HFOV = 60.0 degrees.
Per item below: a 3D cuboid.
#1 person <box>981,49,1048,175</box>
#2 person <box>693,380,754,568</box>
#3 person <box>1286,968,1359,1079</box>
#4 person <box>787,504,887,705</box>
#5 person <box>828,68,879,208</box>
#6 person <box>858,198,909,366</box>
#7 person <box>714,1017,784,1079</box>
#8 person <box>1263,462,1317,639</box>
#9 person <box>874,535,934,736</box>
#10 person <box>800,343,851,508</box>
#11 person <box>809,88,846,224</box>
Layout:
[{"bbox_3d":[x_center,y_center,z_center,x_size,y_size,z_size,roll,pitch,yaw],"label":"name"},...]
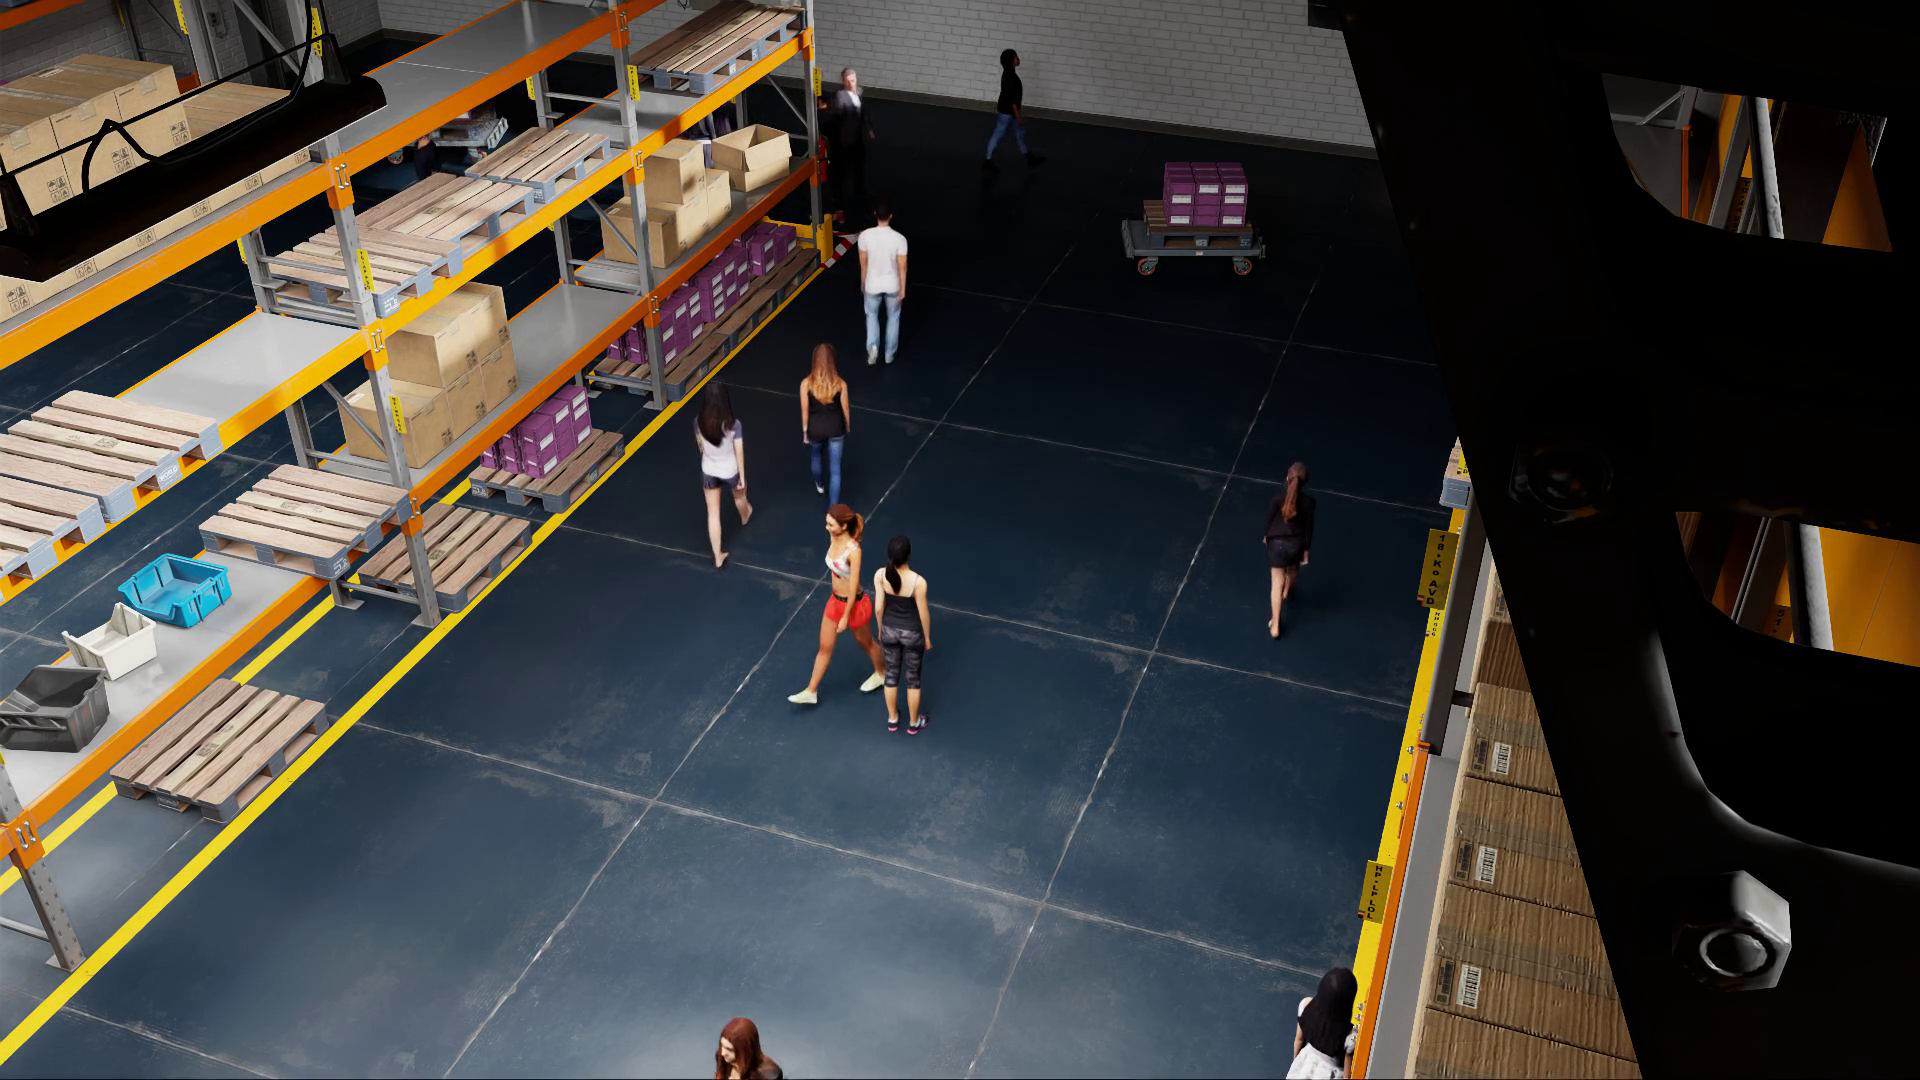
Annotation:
[{"bbox_3d":[0.548,-5.658,22.127,0.876,1.668,1.122,0,34,1],"label":"person"},{"bbox_3d":[-2.100,-0.541,14.443,0.792,1.654,1.180,3,34,5],"label":"person"},{"bbox_3d":[1.957,2.988,9.029,0.798,1.769,0.775,-25,41,-33],"label":"person"},{"bbox_3d":[-0.783,0.496,12.795,1.171,1.750,0.962,-23,40,-31],"label":"person"},{"bbox_3d":[-1.439,-5.134,21.205,0.964,1.817,0.747,10,35,15],"label":"person"},{"bbox_3d":[-0.823,-2.648,17.440,0.805,1.844,0.930,2,34,3],"label":"person"},{"bbox_3d":[-1.029,3.105,8.921,0.789,1.694,0.932,25,41,32],"label":"person"},{"bbox_3d":[2.668,0.100,13.597,0.682,1.522,1.045,4,34,6],"label":"person"},{"bbox_3d":[-0.439,0.713,12.489,0.576,1.728,0.532,10,35,14],"label":"person"},{"bbox_3d":[-1.211,-0.910,14.974,0.797,1.680,1.075,0,34,0],"label":"person"},{"bbox_3d":[-1.593,-4.763,20.716,0.792,1.741,0.681,21,39,29],"label":"person"}]
